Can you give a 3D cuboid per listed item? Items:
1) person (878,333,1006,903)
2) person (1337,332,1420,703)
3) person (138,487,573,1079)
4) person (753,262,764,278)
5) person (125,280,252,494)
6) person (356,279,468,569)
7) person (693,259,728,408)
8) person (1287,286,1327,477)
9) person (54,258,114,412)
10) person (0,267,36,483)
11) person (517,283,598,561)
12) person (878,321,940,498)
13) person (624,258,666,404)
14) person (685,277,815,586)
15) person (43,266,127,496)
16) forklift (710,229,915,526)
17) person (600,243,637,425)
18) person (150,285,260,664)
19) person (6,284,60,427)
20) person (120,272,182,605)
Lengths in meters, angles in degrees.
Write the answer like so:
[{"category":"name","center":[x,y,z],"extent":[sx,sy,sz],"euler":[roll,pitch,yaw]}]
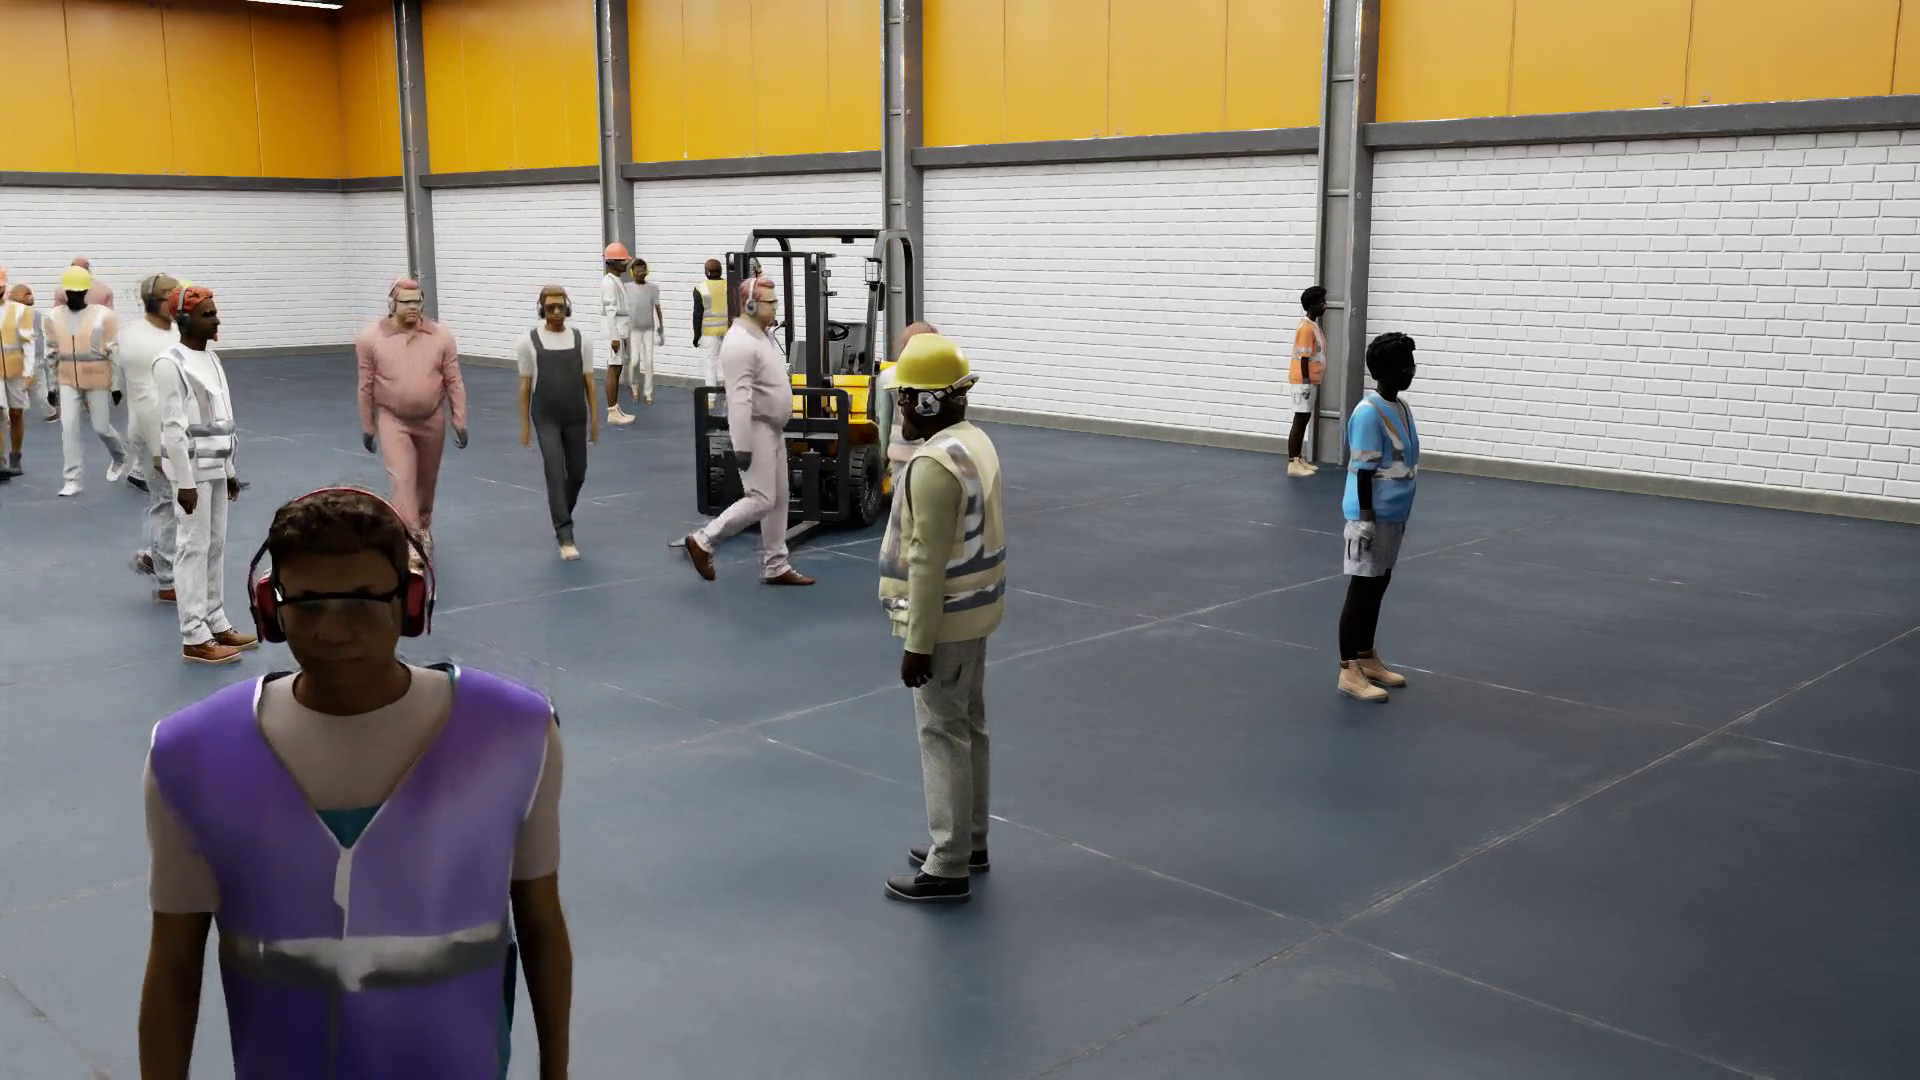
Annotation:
[{"category":"person","center":[-0.061,0.252,5.377],"extent":[0.403,1.825,0.592],"euler":[2,11,13]},{"category":"person","center":[1.945,-0.113,7.698],"extent":[0.317,1.695,0.540],"euler":[6,12,31]},{"category":"person","center":[-0.864,0.803,2.437],"extent":[0.584,1.797,0.965],"euler":[-2,11,-9]},{"category":"person","center":[-1.897,-1.553,14.892],"extent":[0.370,1.941,0.627],"euler":[-2,11,-9]},{"category":"person","center":[-6.475,-1.255,13.728],"extent":[0.965,1.780,0.603],"euler":[-2,11,-8]},{"category":"person","center":[-3.602,-0.788,10.973],"extent":[0.658,1.856,1.018],"euler":[-6,12,-28]},{"category":"person","center":[-3.026,-2.551,20.599],"extent":[0.621,1.845,0.429],"euler":[-6,12,-31]},{"category":"person","center":[3.083,-1.407,14.780],"extent":[0.320,1.690,0.524],"euler":[3,11,17]},{"category":"person","center":[-10.652,-2.491,20.235],"extent":[0.664,1.852,0.986],"euler":[-9,14,-41]},{"category":"person","center":[-8.338,-1.452,14.497],"extent":[0.538,1.881,0.968],"euler":[-6,12,-31]},{"category":"person","center":[-2.703,-0.811,11.179],"extent":[0.510,1.823,0.806],"euler":[-5,12,-26]},{"category":"person","center":[-0.239,-0.486,9.943],"extent":[0.519,1.628,0.367],"euler":[2,11,10]},{"category":"person","center":[-4.031,-2.641,21.090],"extent":[0.570,1.846,0.376],"euler":[-4,11,-21]},{"category":"person","center":[-1.262,-0.633,10.018],"extent":[0.676,1.885,0.655],"euler":[1,10,6]},{"category":"person","center":[-7.284,-1.343,13.896],"extent":[0.617,1.894,0.777],"euler":[-1,10,-5]},{"category":"forklift","center":[-1.050,-1.319,12.920],"extent":[1.214,2.155,2.313],"euler":[2,11,13]},{"category":"person","center":[-3.875,-2.334,18.859],"extent":[0.378,2.045,0.605],"euler":[-1,10,-5]},{"category":"person","center":[-3.803,-0.328,8.363],"extent":[0.355,1.883,0.573],"euler":[-1,10,-3]},{"category":"person","center":[-10.493,-2.075,18.687],"extent":[0.515,1.582,0.847],"euler":[1,10,3]},{"category":"person","center":[-4.540,-0.565,9.553],"extent":[0.440,1.921,0.646],"euler":[0,10,-1]}]
